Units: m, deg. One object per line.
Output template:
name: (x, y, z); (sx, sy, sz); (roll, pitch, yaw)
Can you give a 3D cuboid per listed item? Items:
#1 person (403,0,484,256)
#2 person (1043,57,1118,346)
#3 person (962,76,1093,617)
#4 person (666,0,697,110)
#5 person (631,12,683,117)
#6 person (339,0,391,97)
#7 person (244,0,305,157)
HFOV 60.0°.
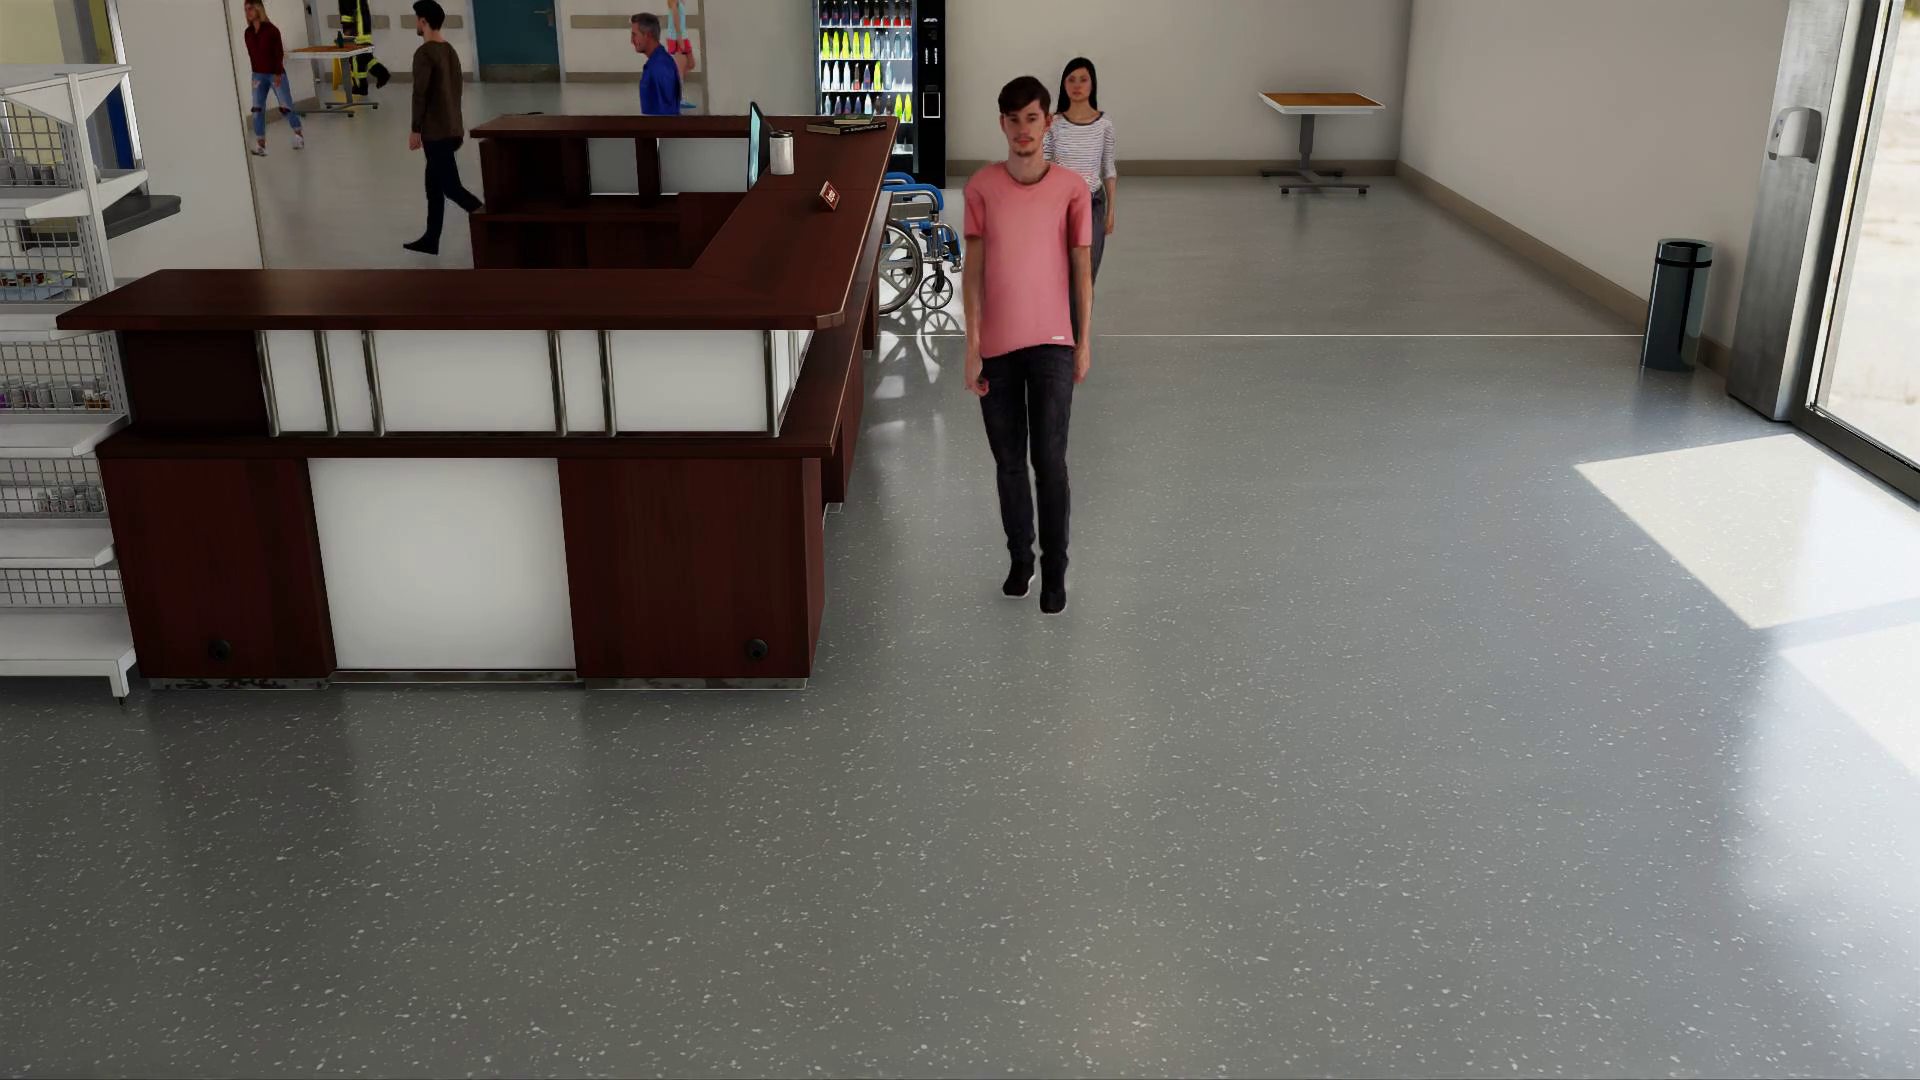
person: (-3.769, -3.000, 12.312); (1.167, 1.858, 0.731); (2, 21, 5)
person: (0.675, -1.877, 9.587); (1.118, 1.688, 0.774); (3, 21, 8)
person: (0.249, -0.730, 6.197); (0.696, 1.944, 0.747); (4, 21, 10)
person: (-3.785, -6.555, 21.846); (0.735, 1.752, 0.606); (2, 21, 4)
person: (-2.015, -2.849, 11.991); (0.863, 1.802, 0.800); (-2, 21, -6)
person: (-8.456, -7.271, 23.511); (0.926, 1.912, 0.861); (3, 21, 9)
person: (-7.312, -4.913, 17.747); (1.092, 1.587, 0.769); (3, 21, 7)
